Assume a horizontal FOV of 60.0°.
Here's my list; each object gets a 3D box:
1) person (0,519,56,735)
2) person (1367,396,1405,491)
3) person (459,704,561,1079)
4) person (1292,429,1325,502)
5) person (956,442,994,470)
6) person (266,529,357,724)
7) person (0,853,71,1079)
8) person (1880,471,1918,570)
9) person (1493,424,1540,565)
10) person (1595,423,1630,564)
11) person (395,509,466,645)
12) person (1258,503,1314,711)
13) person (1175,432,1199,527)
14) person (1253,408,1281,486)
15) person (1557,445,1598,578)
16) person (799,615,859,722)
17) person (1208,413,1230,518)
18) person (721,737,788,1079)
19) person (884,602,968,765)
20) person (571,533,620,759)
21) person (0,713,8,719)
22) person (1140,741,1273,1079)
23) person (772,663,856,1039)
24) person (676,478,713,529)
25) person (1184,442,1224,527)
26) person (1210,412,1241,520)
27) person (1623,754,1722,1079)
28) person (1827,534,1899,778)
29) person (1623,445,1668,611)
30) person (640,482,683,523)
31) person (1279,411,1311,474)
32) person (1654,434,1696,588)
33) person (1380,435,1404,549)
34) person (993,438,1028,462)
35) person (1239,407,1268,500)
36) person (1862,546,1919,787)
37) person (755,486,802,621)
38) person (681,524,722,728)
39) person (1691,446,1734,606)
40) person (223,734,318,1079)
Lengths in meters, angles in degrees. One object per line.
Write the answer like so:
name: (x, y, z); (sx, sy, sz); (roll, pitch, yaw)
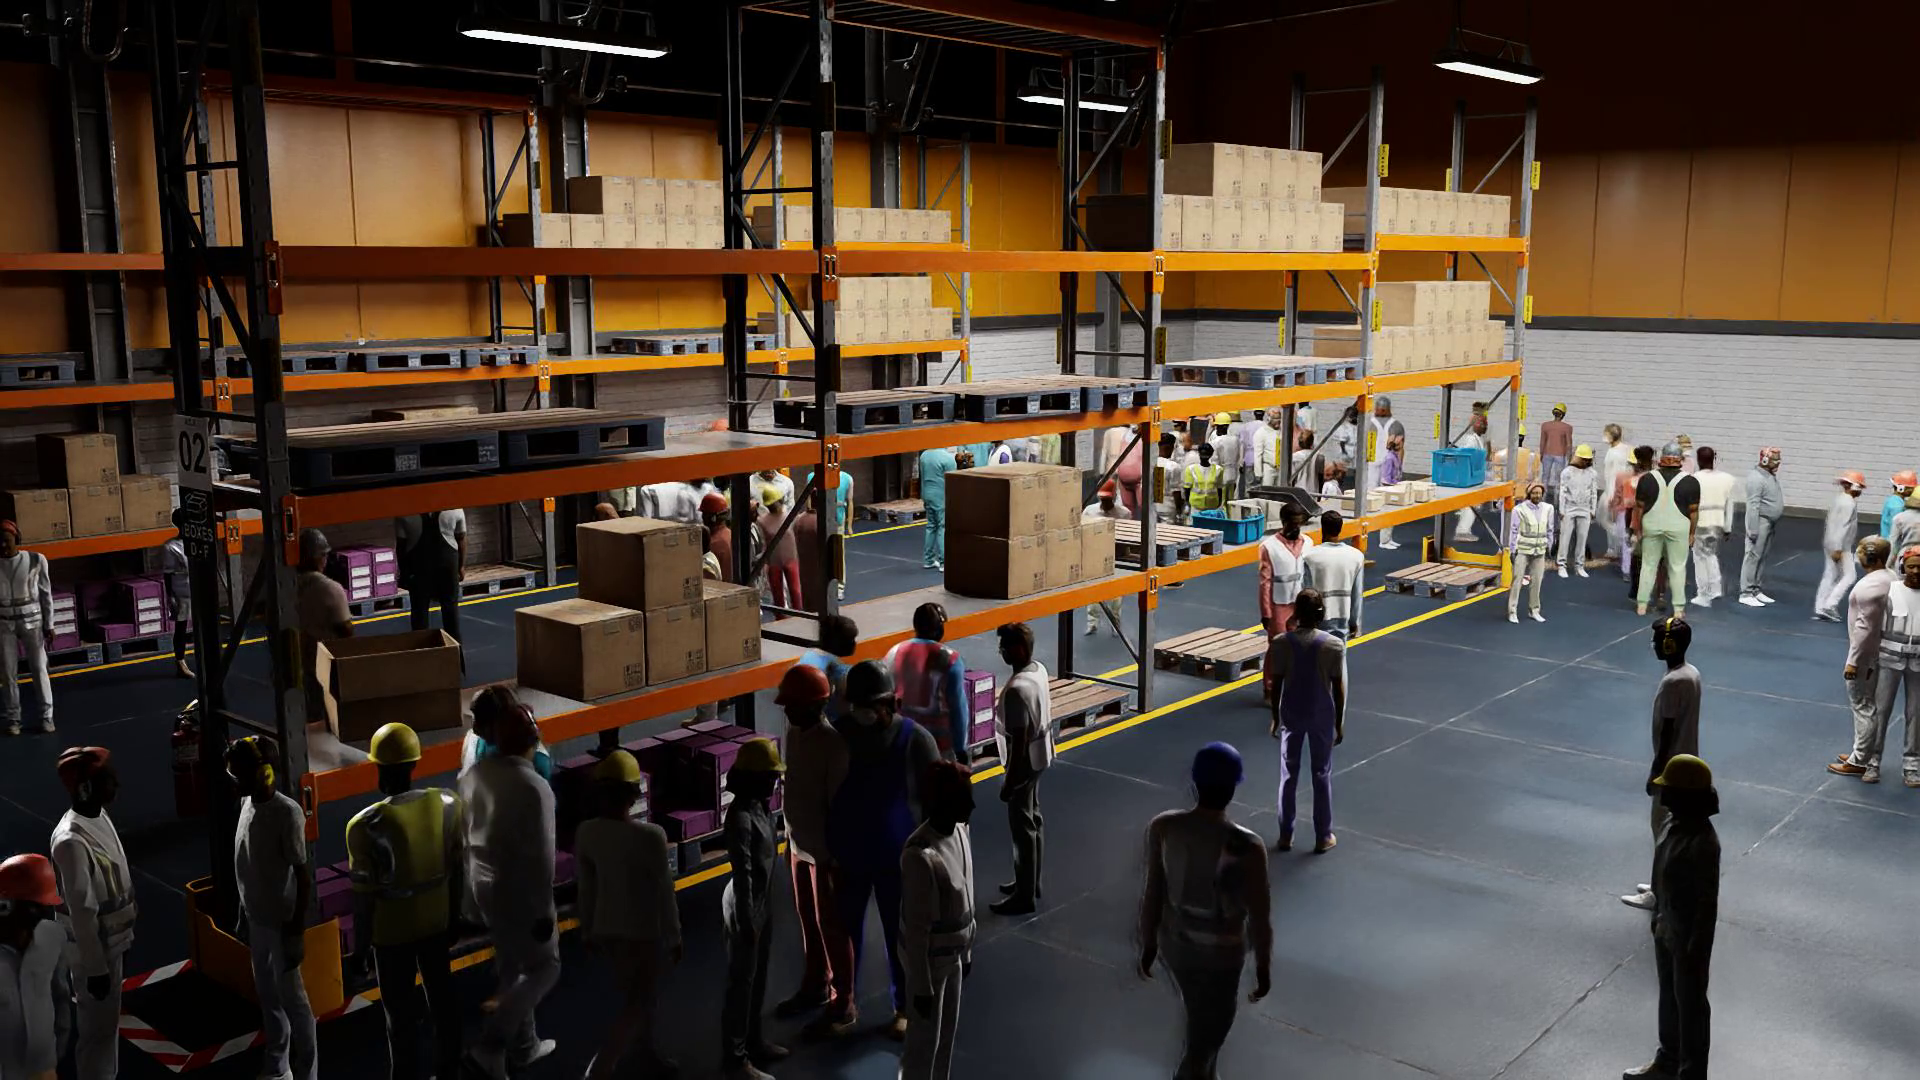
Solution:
person: (-8.123, 0.749, 14.311); (0.588, 1.878, 0.371); (-4, 10, -25)
person: (6.491, -1.230, 25.631); (0.694, 2.000, 0.875); (1, 10, 8)
person: (-2.266, 1.767, 8.233); (0.667, 1.880, 0.593); (7, 12, 36)
person: (4.612, -0.566, 22.243); (0.511, 1.846, 0.341); (-2, 10, -12)
person: (0.215, -0.907, 23.844); (0.612, 1.991, 0.392); (-4, 10, -23)
person: (-4.929, 0.899, 12.917); (0.682, 2.000, 0.808); (4, 10, 24)
person: (-3.872, 2.098, 6.710); (0.584, 1.721, 0.587); (5, 11, 30)
person: (10.544, 0.079, 18.720); (0.352, 1.738, 0.573); (5, 11, 26)
person: (7.399, -0.591, 22.166); (0.586, 1.923, 0.371); (2, 10, 11)
person: (8.775, -0.621, 22.347); (0.442, 1.915, 0.651); (2, 10, 14)
person: (-5.359, 0.237, 16.870); (0.681, 2.000, 0.535); (-4, 10, -21)
person: (2.953, 0.597, 15.131); (0.601, 1.906, 0.386); (-6, 11, -30)
person: (3.264, -0.763, 24.091); (0.387, 1.608, 0.526); (-8, 12, -40)
person: (4.686, -1.037, 24.923); (0.651, 1.896, 0.402); (-6, 11, -32)
person: (7.967, -0.371, 21.427); (0.488, 1.735, 0.326); (0, 10, -2)
person: (-0.831, 1.378, 10.713); (0.448, 1.825, 0.711); (-6, 11, -31)
person: (3.926, -1.046, 25.153); (0.388, 1.836, 0.573); (5, 11, 29)
person: (-1.013, 1.829, 8.293); (0.323, 1.737, 0.488); (1, 10, 8)
person: (-0.210, 1.322, 11.032); (0.643, 1.833, 0.430); (7, 12, 34)
person: (-2.907, 0.869, 13.331); (0.368, 1.963, 0.603); (1, 10, 4)
person: (-8.682, 0.720, 14.568); (0.390, 1.844, 0.563); (1, 10, 3)
person: (1.083, 1.866, 7.564); (0.629, 1.914, 0.945); (8, 13, 40)
person: (-0.778, 1.619, 8.792); (0.408, 1.986, 0.618); (-6, 11, -32)
person: (-3.066, -0.035, 18.918); (0.823, 1.910, 0.566); (5, 11, 26)
person: (3.227, -0.454, 22.009); (0.537, 1.698, 0.321); (0, 10, -1)
person: (3.747, -0.859, 23.747); (0.585, 1.929, 0.370); (-8, 12, -38)
person: (3.447, 1.873, 7.989); (0.306, 1.745, 0.483); (0, 10, 2)
person: (7.166, 0.911, 13.152); (0.372, 1.940, 0.632); (9, 13, 42)
person: (8.095, -0.145, 19.539); (0.616, 1.919, 0.902); (1, 10, 6)
person: (-3.379, -0.023, 18.886); (0.587, 1.882, 0.341); (-9, 13, -42)
person: (4.886, -1.008, 24.864); (0.648, 1.852, 1.012); (5, 11, 28)
person: (8.930, -0.367, 20.810); (0.629, 1.931, 0.359); (-4, 11, -25)
person: (6.114, -0.684, 23.593); (0.319, 1.631, 0.524); (4, 10, 20)
person: (0.727, -0.779, 23.373); (0.383, 1.933, 0.650); (-8, 13, -41)
person: (4.639, -1.211, 25.903); (0.587, 1.914, 0.398); (2, 10, 10)
person: (7.346, 0.977, 12.922); (0.573, 1.883, 0.354); (4, 10, 23)
person: (-1.883, 0.280, 17.627); (0.550, 1.701, 0.900); (-1, 10, -5)
person: (-2.239, 0.774, 14.260); (0.429, 1.844, 0.626); (-2, 10, -11)
person: (8.813, -0.159, 19.670); (0.601, 1.900, 0.453); (-1, 10, -9)
person: (-3.286, 1.826, 7.915); (0.521, 1.865, 0.328); (7, 12, 37)
